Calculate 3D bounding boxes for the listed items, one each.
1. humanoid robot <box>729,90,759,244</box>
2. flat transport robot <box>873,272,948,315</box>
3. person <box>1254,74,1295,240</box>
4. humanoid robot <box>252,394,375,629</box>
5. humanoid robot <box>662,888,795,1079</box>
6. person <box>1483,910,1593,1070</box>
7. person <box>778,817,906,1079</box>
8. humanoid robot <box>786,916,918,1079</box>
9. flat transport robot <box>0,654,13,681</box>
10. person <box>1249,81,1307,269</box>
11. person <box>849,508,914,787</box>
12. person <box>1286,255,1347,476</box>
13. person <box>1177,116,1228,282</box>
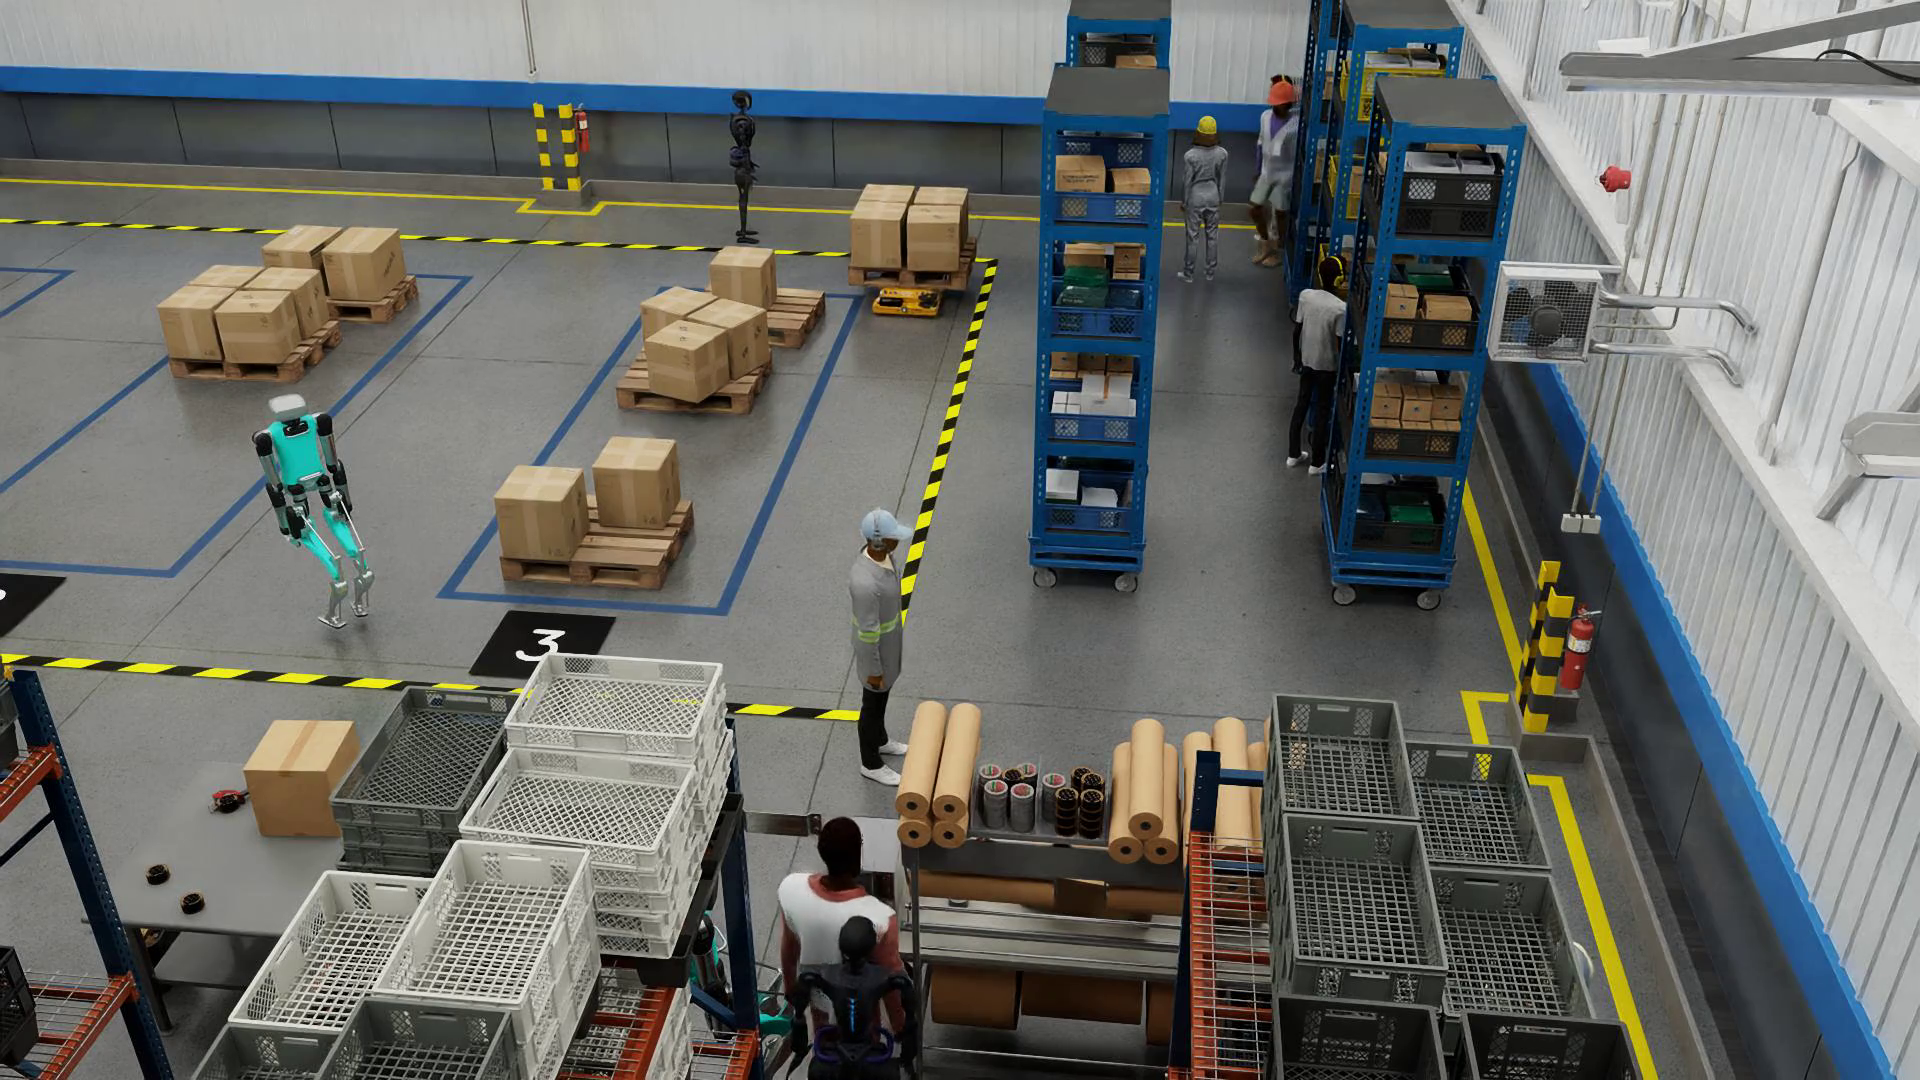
[{"bbox_3d":[-2.377,-4.137,18.362,0.315,1.659,0.599,-2,30,-4],"label":"humanoid robot"},{"bbox_3d":[-0.478,-2.705,17.293,0.652,0.197,1.431,3,30,6],"label":"flat transport robot"},{"bbox_3d":[3.479,-4.198,18.302,0.403,1.858,0.558,2,30,4],"label":"person"},{"bbox_3d":[-4.313,-0.137,11.316,0.533,1.677,0.735,-25,39,-36],"label":"humanoid robot"},{"bbox_3d":[-1.008,2.009,7.630,0.735,1.677,0.533,-17,34,-26],"label":"humanoid robot"},{"bbox_3d":[2.350,2.266,7.217,0.632,1.841,0.429,-16,34,-26],"label":"person"},{"bbox_3d":[-0.523,2.073,7.488,0.657,1.906,0.382,17,34,26],"label":"person"},{"bbox_3d":[-0.477,2.296,7.329,0.602,1.652,0.356,0,30,-1],"label":"humanoid robot"},{"bbox_3d":[-7.142,0.969,11.010,1.431,0.231,0.659,3,30,6],"label":"flat transport robot"},{"bbox_3d":[3.321,-3.825,17.489,0.524,2.030,0.665,-21,36,-32],"label":"person"},{"bbox_3d":[-0.456,0.628,10.021,0.384,1.851,0.596,4,30,7],"label":"person"},{"bbox_3d":[2.925,-1.421,13.522,0.317,1.869,0.519,-24,38,-35],"label":"person"},{"bbox_3d":[2.514,-3.537,17.281,0.486,1.744,0.294,-8,31,-13],"label":"person"}]
